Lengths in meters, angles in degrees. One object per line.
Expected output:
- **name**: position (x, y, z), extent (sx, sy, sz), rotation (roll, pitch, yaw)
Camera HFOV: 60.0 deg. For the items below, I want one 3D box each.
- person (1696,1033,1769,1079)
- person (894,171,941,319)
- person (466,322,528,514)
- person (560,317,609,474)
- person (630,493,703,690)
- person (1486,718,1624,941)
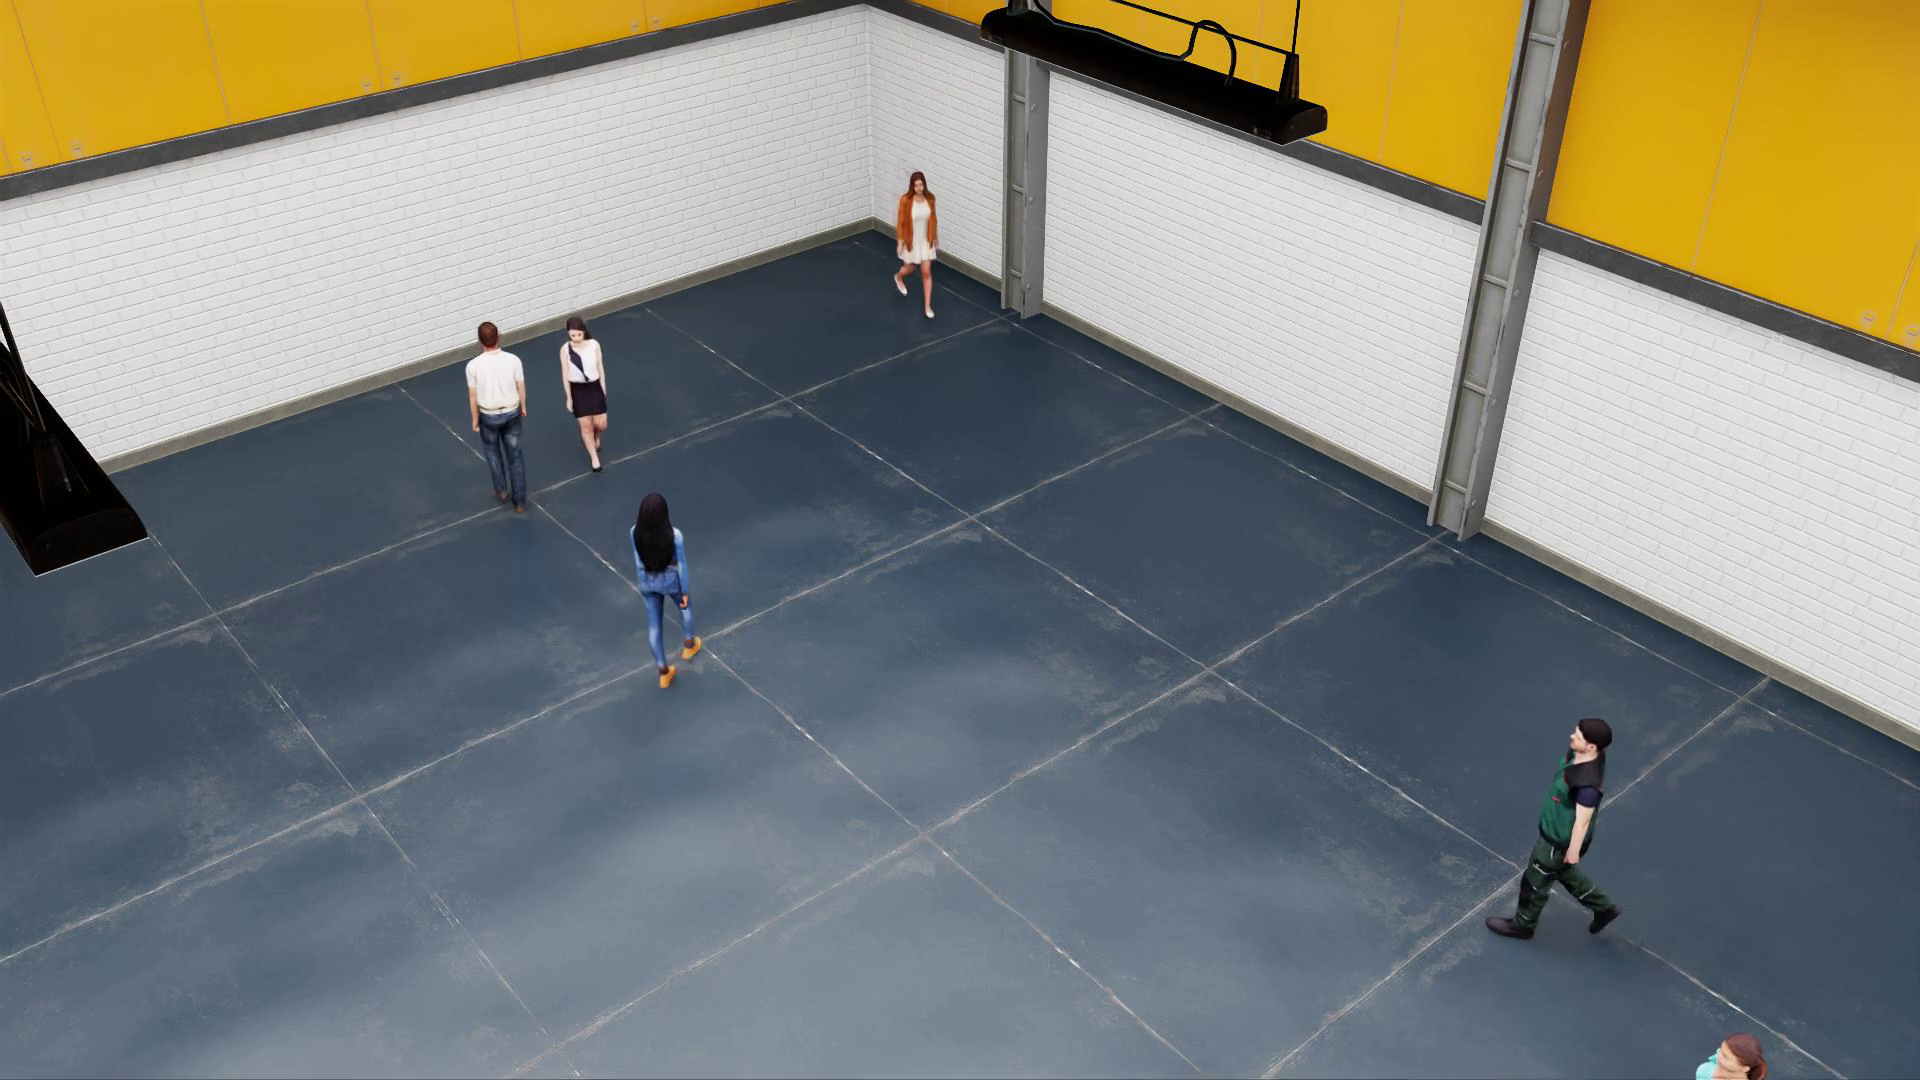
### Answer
- **person**: position (4.127, 3.198, 8.989), extent (0.735, 1.549, 0.676), rotation (3, 34, 5)
- **person**: position (-0.518, -3.409, 18.809), extent (0.915, 1.684, 1.161), rotation (-12, 36, -18)
- **person**: position (-4.167, -1.069, 15.150), extent (0.793, 1.837, 0.817), rotation (-13, 36, -19)
- **person**: position (-3.586, -1.416, 15.853), extent (0.667, 1.635, 0.747), rotation (-13, 36, -19)
- **person**: position (-2.359, 0.432, 13.021), extent (0.900, 1.694, 0.962), rotation (2, 34, 3)
- **person**: position (3.973, 1.882, 10.670), extent (1.167, 1.882, 0.993), rotation (11, 35, 16)
